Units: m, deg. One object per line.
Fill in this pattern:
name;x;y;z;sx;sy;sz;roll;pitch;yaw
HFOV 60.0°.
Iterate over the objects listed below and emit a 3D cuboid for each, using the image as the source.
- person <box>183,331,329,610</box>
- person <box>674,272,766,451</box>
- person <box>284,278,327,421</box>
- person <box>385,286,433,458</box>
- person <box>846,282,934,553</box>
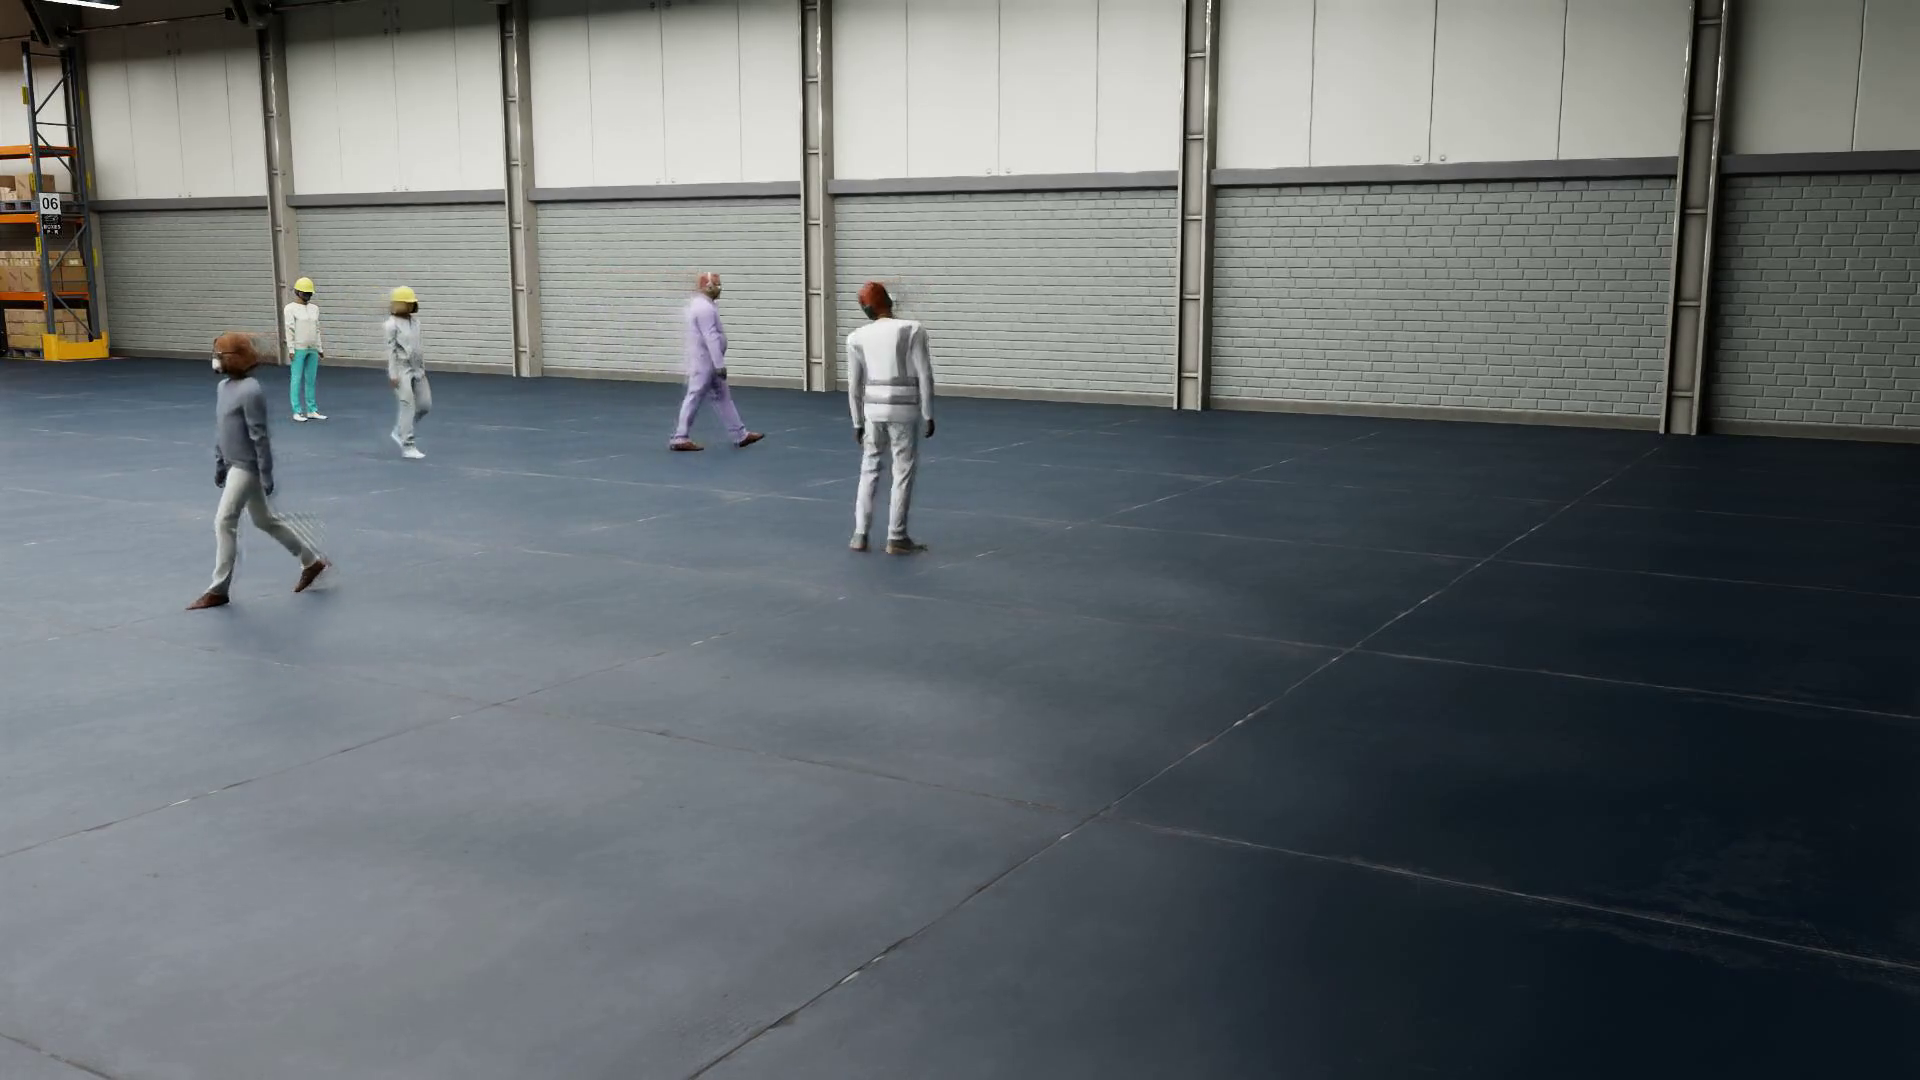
person;-4.146;-0.425;9.740;0.840;1.605;0.505;-8;12;-38
person;-2.547;-1.850;17.298;0.981;1.851;0.673;-2;10;-9
person;-8.058;-2.344;20.489;0.328;1.760;0.523;5;11;25
person;-5.552;-1.681;16.688;0.417;1.726;0.499;4;10;22
person;-0.500;-0.817;11.314;0.645;1.857;0.387;4;11;23
